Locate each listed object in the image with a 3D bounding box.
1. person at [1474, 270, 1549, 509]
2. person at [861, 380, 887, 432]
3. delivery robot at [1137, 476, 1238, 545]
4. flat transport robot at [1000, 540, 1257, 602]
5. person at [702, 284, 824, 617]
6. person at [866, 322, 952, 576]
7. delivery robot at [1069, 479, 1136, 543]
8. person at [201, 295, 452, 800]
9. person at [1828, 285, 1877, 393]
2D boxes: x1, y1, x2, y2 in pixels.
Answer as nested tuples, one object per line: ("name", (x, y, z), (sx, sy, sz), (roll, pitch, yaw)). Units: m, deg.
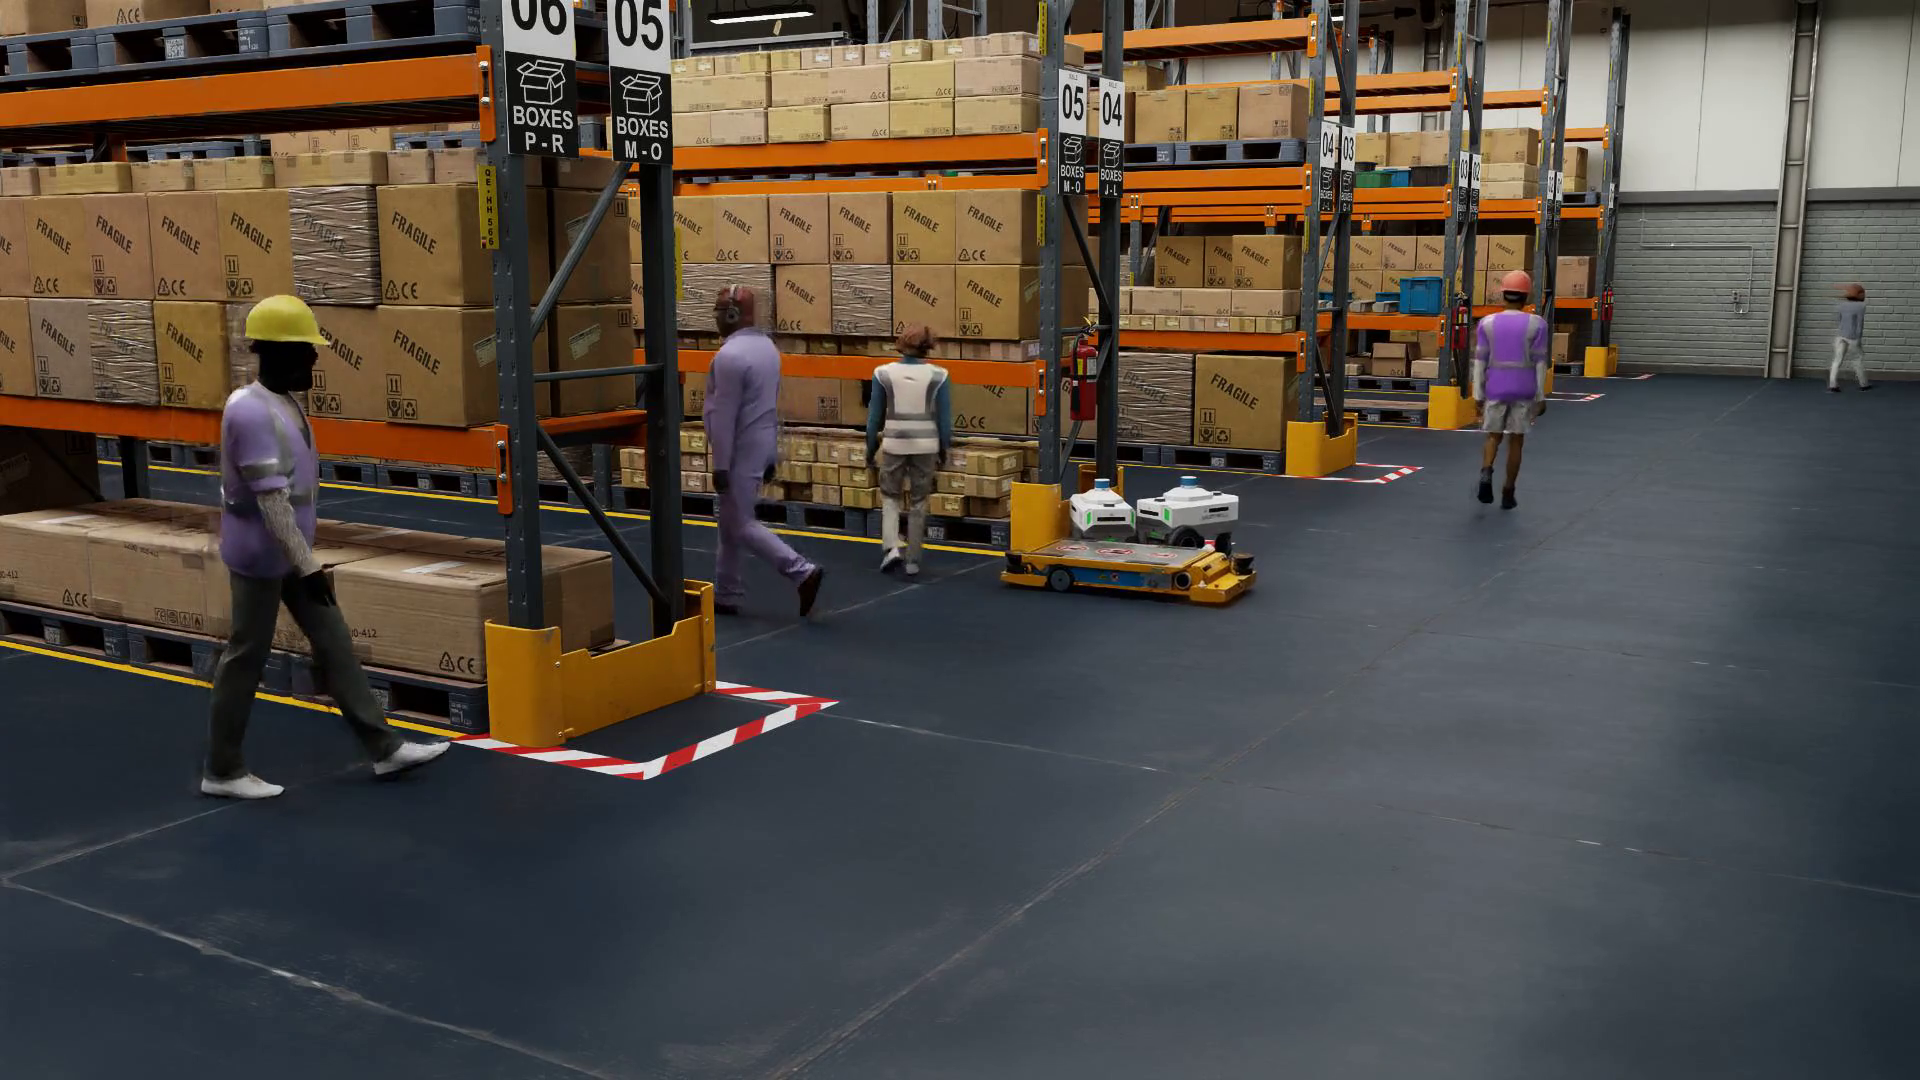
("person", (4.395, -1.189, 13.291), (0.552, 1.921, 0.474), (6, 11, 30))
("person", (-0.589, -1.310, 14.040), (0.449, 1.905, 0.626), (7, 12, 36))
("delivery robot", (1.528, -0.184, 11.129), (0.707, 0.478, 0.477), (-7, 12, -35))
("flat transport robot", (1.029, 0.170, 10.164), (1.431, 0.197, 0.652), (5, 11, 25))
("person", (-1.154, -0.478, 9.240), (0.806, 1.880, 0.649), (2, 10, 13))
("person", (-0.324, -0.558, 10.486), (0.543, 1.623, 0.392), (0, 10, 3))
("delivery robot", (0.938, -0.163, 11.006), (0.477, 0.478, 0.707), (-1, 10, -5))
("person", (-2.430, 0.047, 6.182), (0.944, 1.881, 0.594), (0, 10, -2))
("person", (13.327, -2.986, 24.771), (0.802, 1.596, 0.508), (-3, 10, -19))
